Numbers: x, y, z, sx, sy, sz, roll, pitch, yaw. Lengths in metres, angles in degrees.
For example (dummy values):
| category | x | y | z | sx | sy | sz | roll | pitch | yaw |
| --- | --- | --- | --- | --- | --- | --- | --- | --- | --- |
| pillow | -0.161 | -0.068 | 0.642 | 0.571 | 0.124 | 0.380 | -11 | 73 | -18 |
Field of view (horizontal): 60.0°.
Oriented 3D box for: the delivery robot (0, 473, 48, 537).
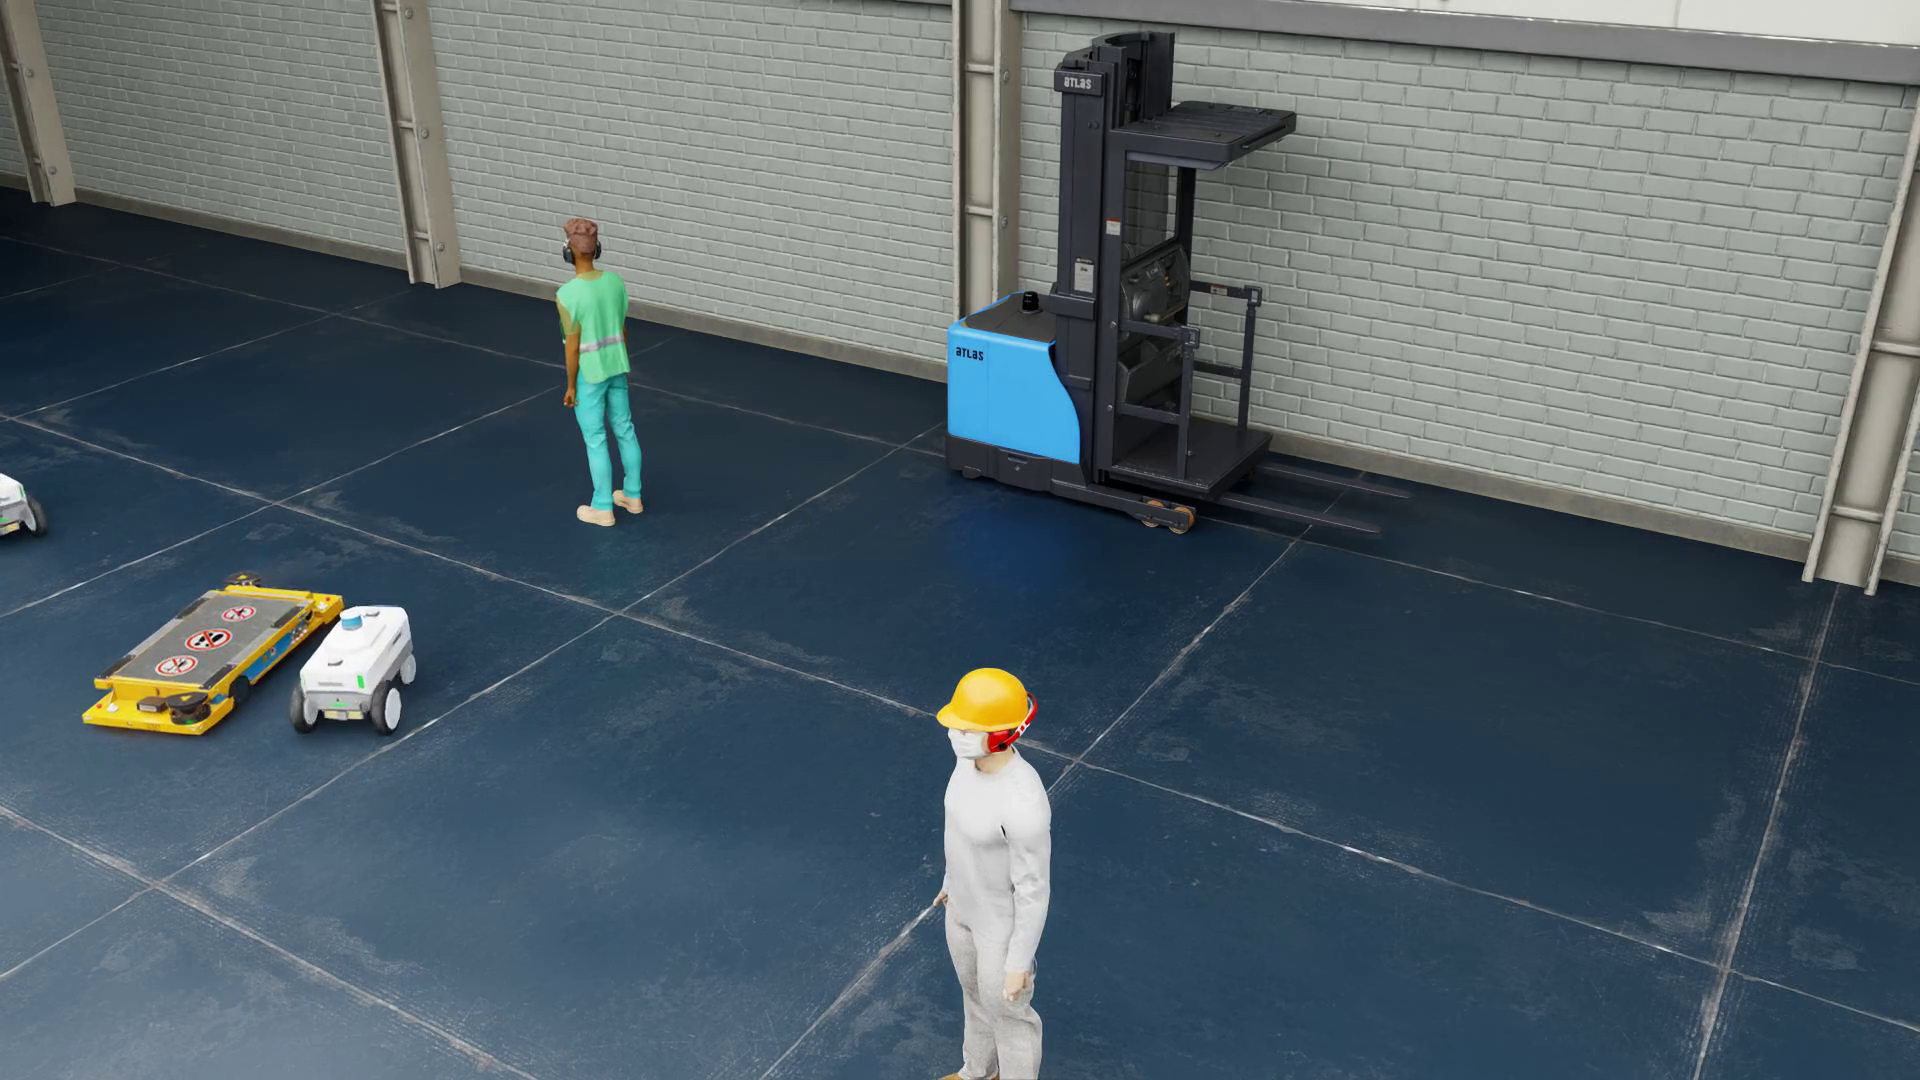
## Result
| category | x | y | z | sx | sy | sz | roll | pitch | yaw |
| --- | --- | --- | --- | --- | --- | --- | --- | --- | --- |
| delivery robot | -6.171 | -0.249 | 10.455 | 0.802 | 0.598 | 0.499 | 18 | 31 | 34 |

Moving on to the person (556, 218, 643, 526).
| category | x | y | z | sx | sy | sz | roll | pitch | yaw |
| --- | --- | --- | --- | --- | --- | --- | --- | --- | --- |
| person | -2.275 | -1.039 | 10.461 | 0.407 | 1.978 | 0.482 | 21 | 32 | 37 |

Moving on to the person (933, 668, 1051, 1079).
| category | x | y | z | sx | sy | sz | roll | pitch | yaw |
| --- | --- | --- | --- | --- | --- | --- | --- | --- | --- |
| person | 0.101 | 1.272 | 5.668 | 0.359 | 1.897 | 0.572 | -12 | 28 | -24 |

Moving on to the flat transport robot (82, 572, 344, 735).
| category | x | y | z | sx | sy | sz | roll | pitch | yaw |
| --- | --- | --- | --- | --- | --- | --- | --- | --- | --- |
| flat transport robot | -4.005 | 0.595 | 9.000 | 0.659 | 0.231 | 1.431 | 4 | 26 | 9 |

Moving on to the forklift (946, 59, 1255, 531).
| category | x | y | z | sx | sy | sz | roll | pitch | yaw |
| --- | --- | --- | --- | --- | --- | --- | --- | --- | --- |
| forklift | 0.933 | -1.707 | 10.833 | 1.873 | 2.768 | 1.129 | 15 | 29 | 28 |

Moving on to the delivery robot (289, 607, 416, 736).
| category | x | y | z | sx | sy | sz | roll | pitch | yaw |
| --- | --- | --- | --- | --- | --- | --- | --- | --- | --- |
| delivery robot | -3.096 | 0.658 | 8.553 | 0.499 | 0.612 | 0.816 | 1 | 25 | 2 |
